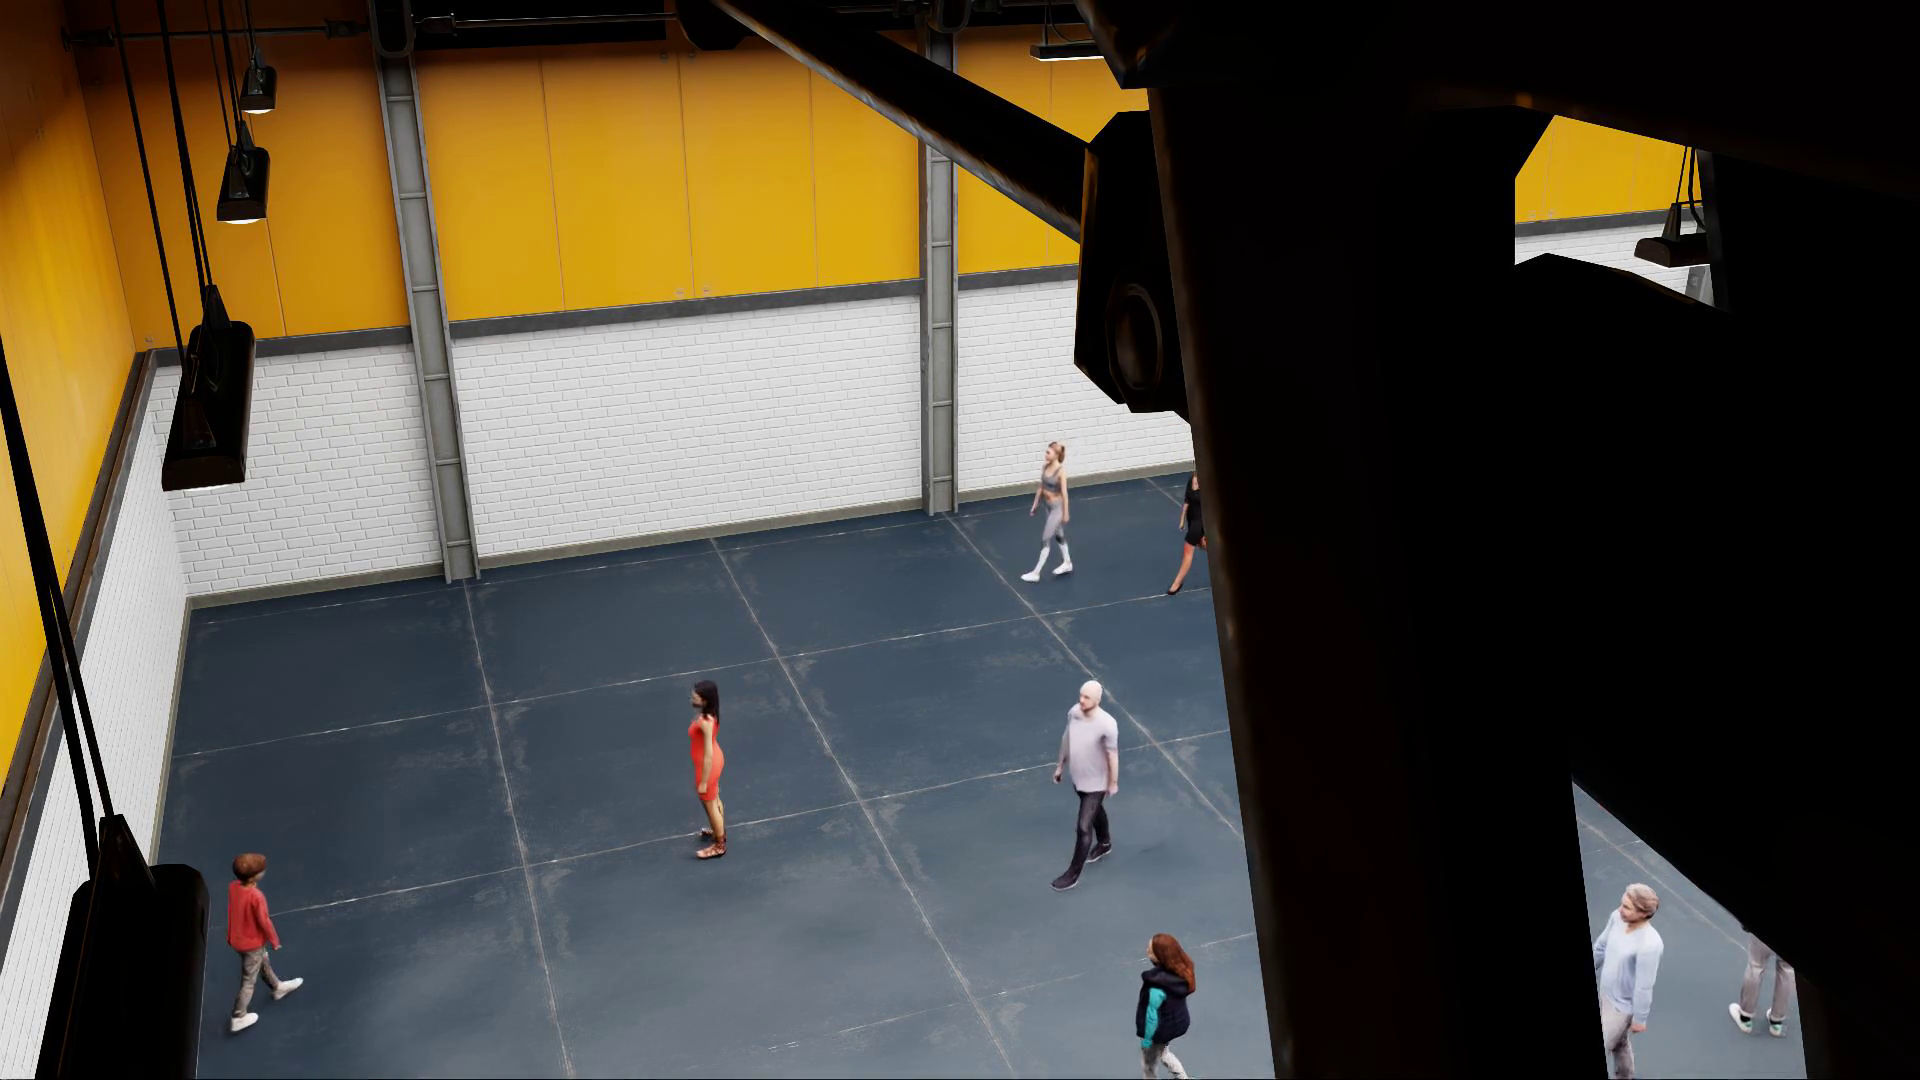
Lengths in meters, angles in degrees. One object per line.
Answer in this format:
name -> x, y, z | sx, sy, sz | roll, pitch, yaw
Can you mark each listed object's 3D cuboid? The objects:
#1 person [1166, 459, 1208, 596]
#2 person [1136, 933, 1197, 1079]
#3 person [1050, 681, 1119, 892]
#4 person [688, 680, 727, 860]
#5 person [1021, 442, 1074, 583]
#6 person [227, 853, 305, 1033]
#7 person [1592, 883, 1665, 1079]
person -> 2.793, -0.186, 19.070 | 1.097, 1.636, 0.658 | -12, 27, -26
person -> 1.419, 3.296, 11.281 | 0.865, 1.495, 0.813 | 12, 26, 26
person -> 1.155, 1.969, 13.933 | 1.144, 1.803, 0.863 | -15, 28, -31
person -> -2.137, 1.921, 14.152 | 0.606, 1.714, 0.727 | 1, 24, 2
person -> 1.171, -0.351, 19.404 | 1.034, 1.670, 0.666 | -12, 26, -26
person -> -5.278, 2.961, 12.186 | 0.806, 1.384, 0.946 | 14, 27, 29
person -> 4.535, 3.110, 11.239 | 1.060, 1.869, 0.875 | 0, 24, 0
